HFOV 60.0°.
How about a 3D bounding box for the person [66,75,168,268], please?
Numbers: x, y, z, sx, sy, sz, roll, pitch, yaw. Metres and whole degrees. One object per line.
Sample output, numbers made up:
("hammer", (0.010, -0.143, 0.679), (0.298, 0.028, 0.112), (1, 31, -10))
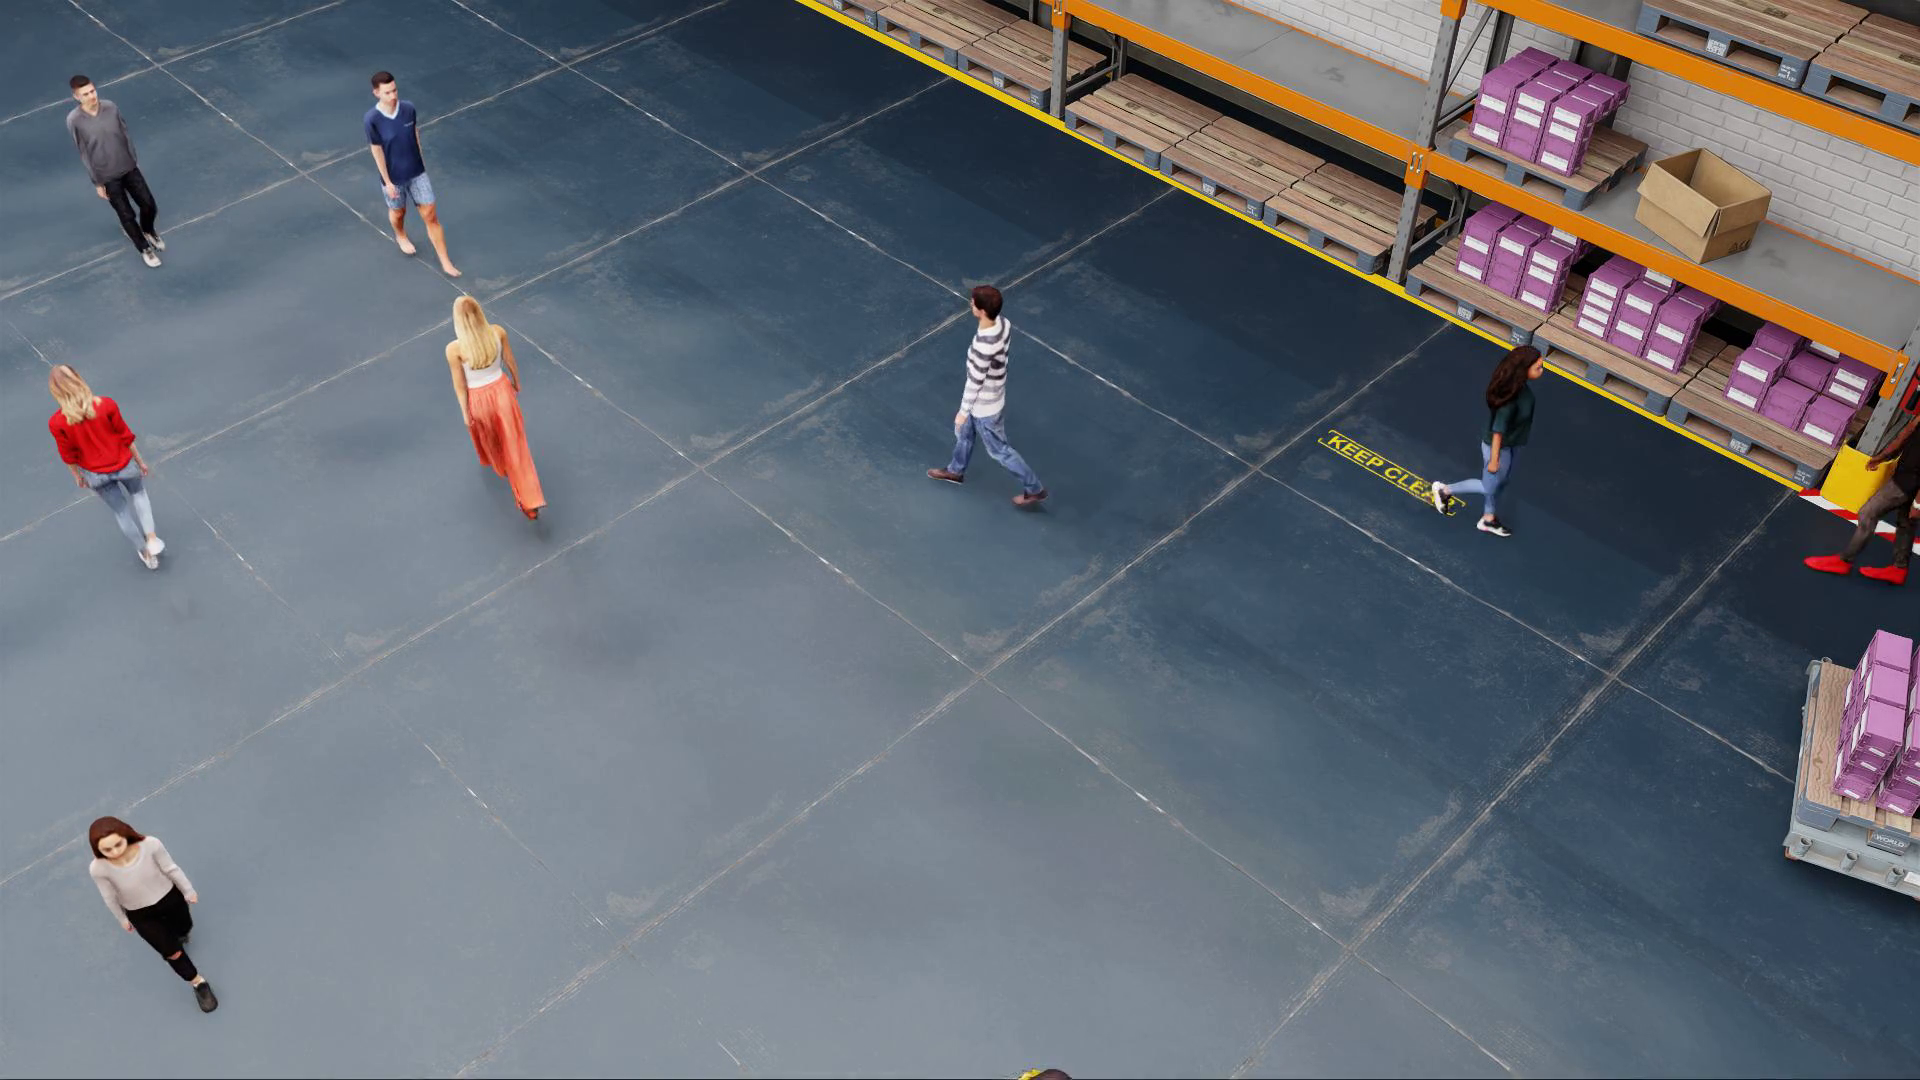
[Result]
("person", (-7.227, -3.158, 14.161), (0.622, 1.753, 0.605), (34, 53, 30))

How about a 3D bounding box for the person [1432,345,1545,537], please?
("person", (3.728, -0.701, 11.687), (0.920, 1.608, 0.731), (21, 47, 21))

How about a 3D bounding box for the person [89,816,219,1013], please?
("person", (-4.388, 1.930, 9.028), (0.615, 1.466, 0.933), (-28, 50, -26))

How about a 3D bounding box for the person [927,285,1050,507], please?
("person", (0.274, -0.970, 11.821), (1.260, 1.812, 1.075), (8, 44, 8))

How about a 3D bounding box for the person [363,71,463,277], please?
("person", (-4.777, -3.131, 14.098), (0.726, 1.800, 1.199), (-28, 50, -26))

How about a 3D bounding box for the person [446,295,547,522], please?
("person", (-3.280, -0.905, 11.793), (0.846, 1.757, 1.307), (-23, 48, -22))

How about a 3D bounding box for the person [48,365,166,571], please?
("person", (-5.778, -0.435, 11.346), (0.682, 1.693, 0.648), (-23, 48, -22))

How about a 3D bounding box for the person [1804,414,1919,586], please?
("person", (6.541, -0.389, 11.234), (0.997, 1.781, 0.836), (16, 46, 16))
